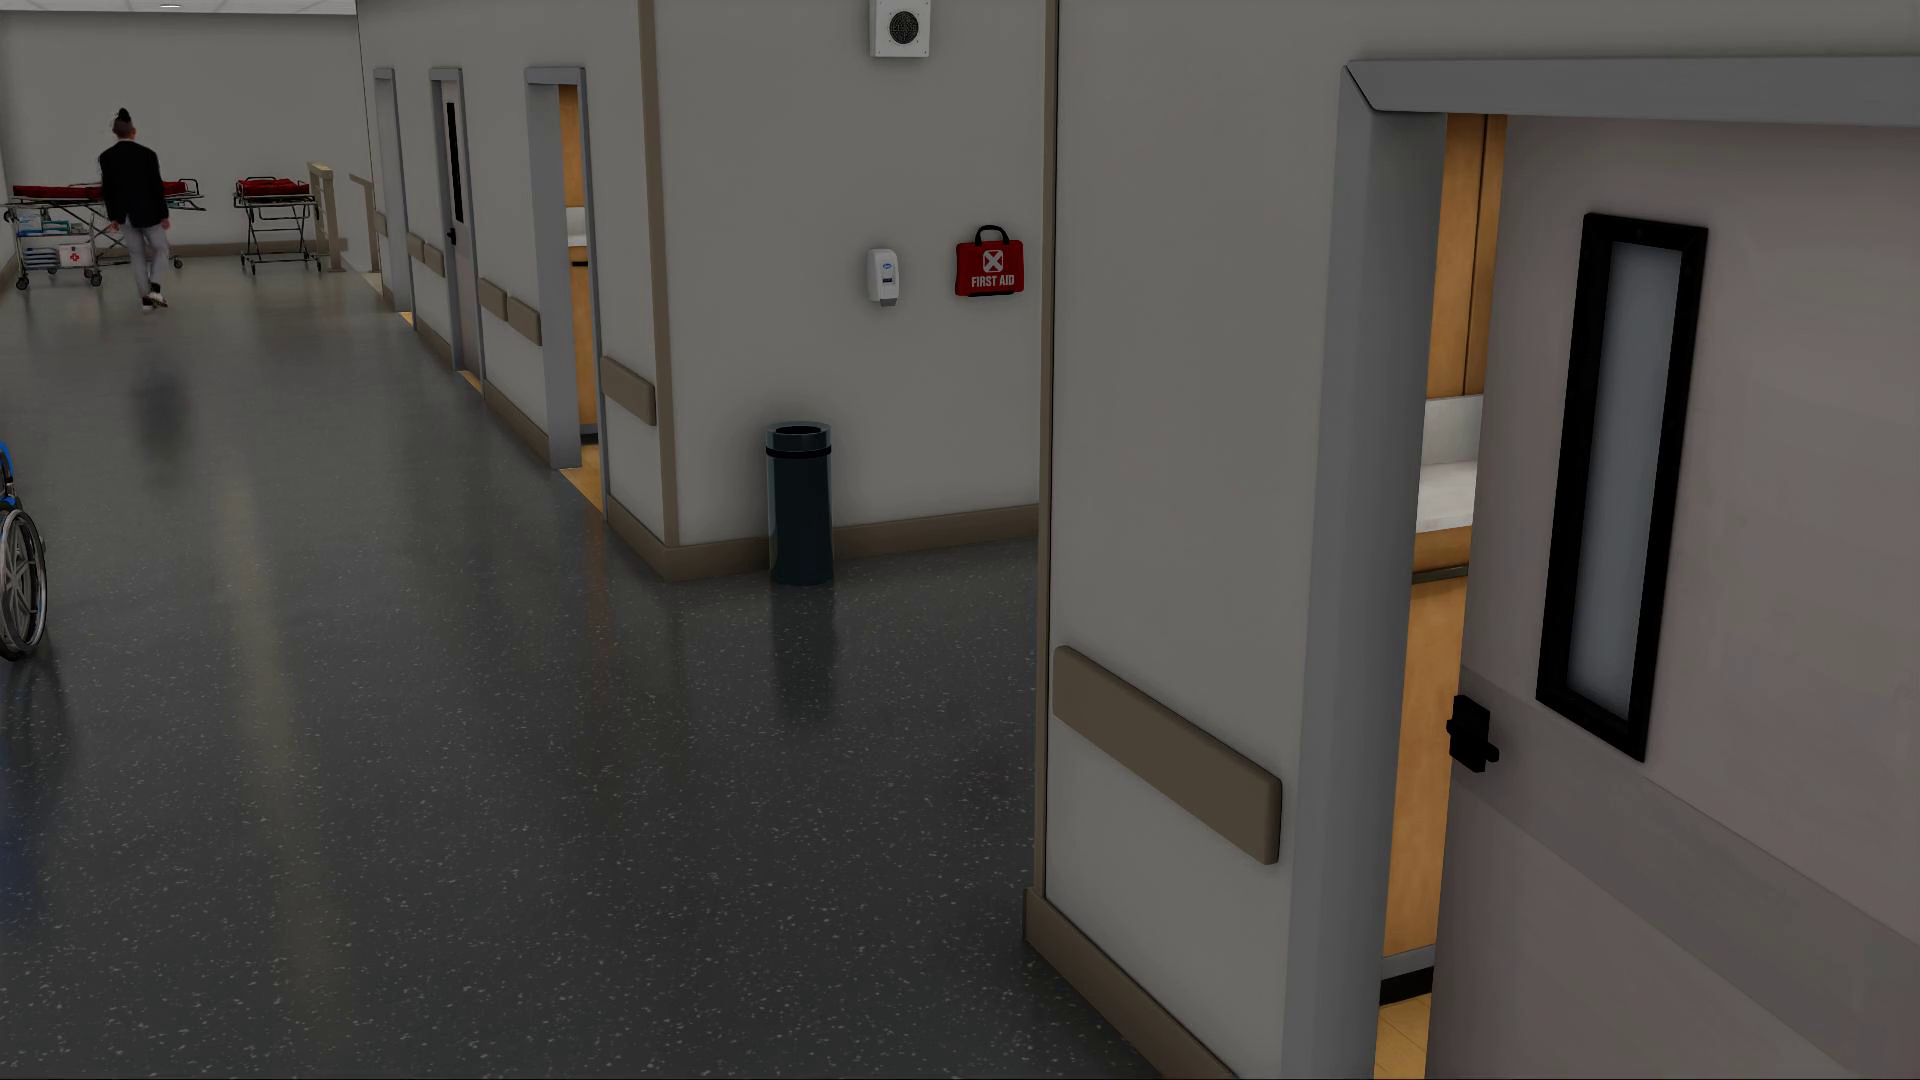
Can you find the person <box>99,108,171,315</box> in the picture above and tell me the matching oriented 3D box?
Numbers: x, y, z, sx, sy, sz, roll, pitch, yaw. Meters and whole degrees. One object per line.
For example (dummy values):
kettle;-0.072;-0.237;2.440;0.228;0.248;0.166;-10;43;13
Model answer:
person;-7.939;-3.153;16.018;0.797;1.945;0.730;-3;16;-11
